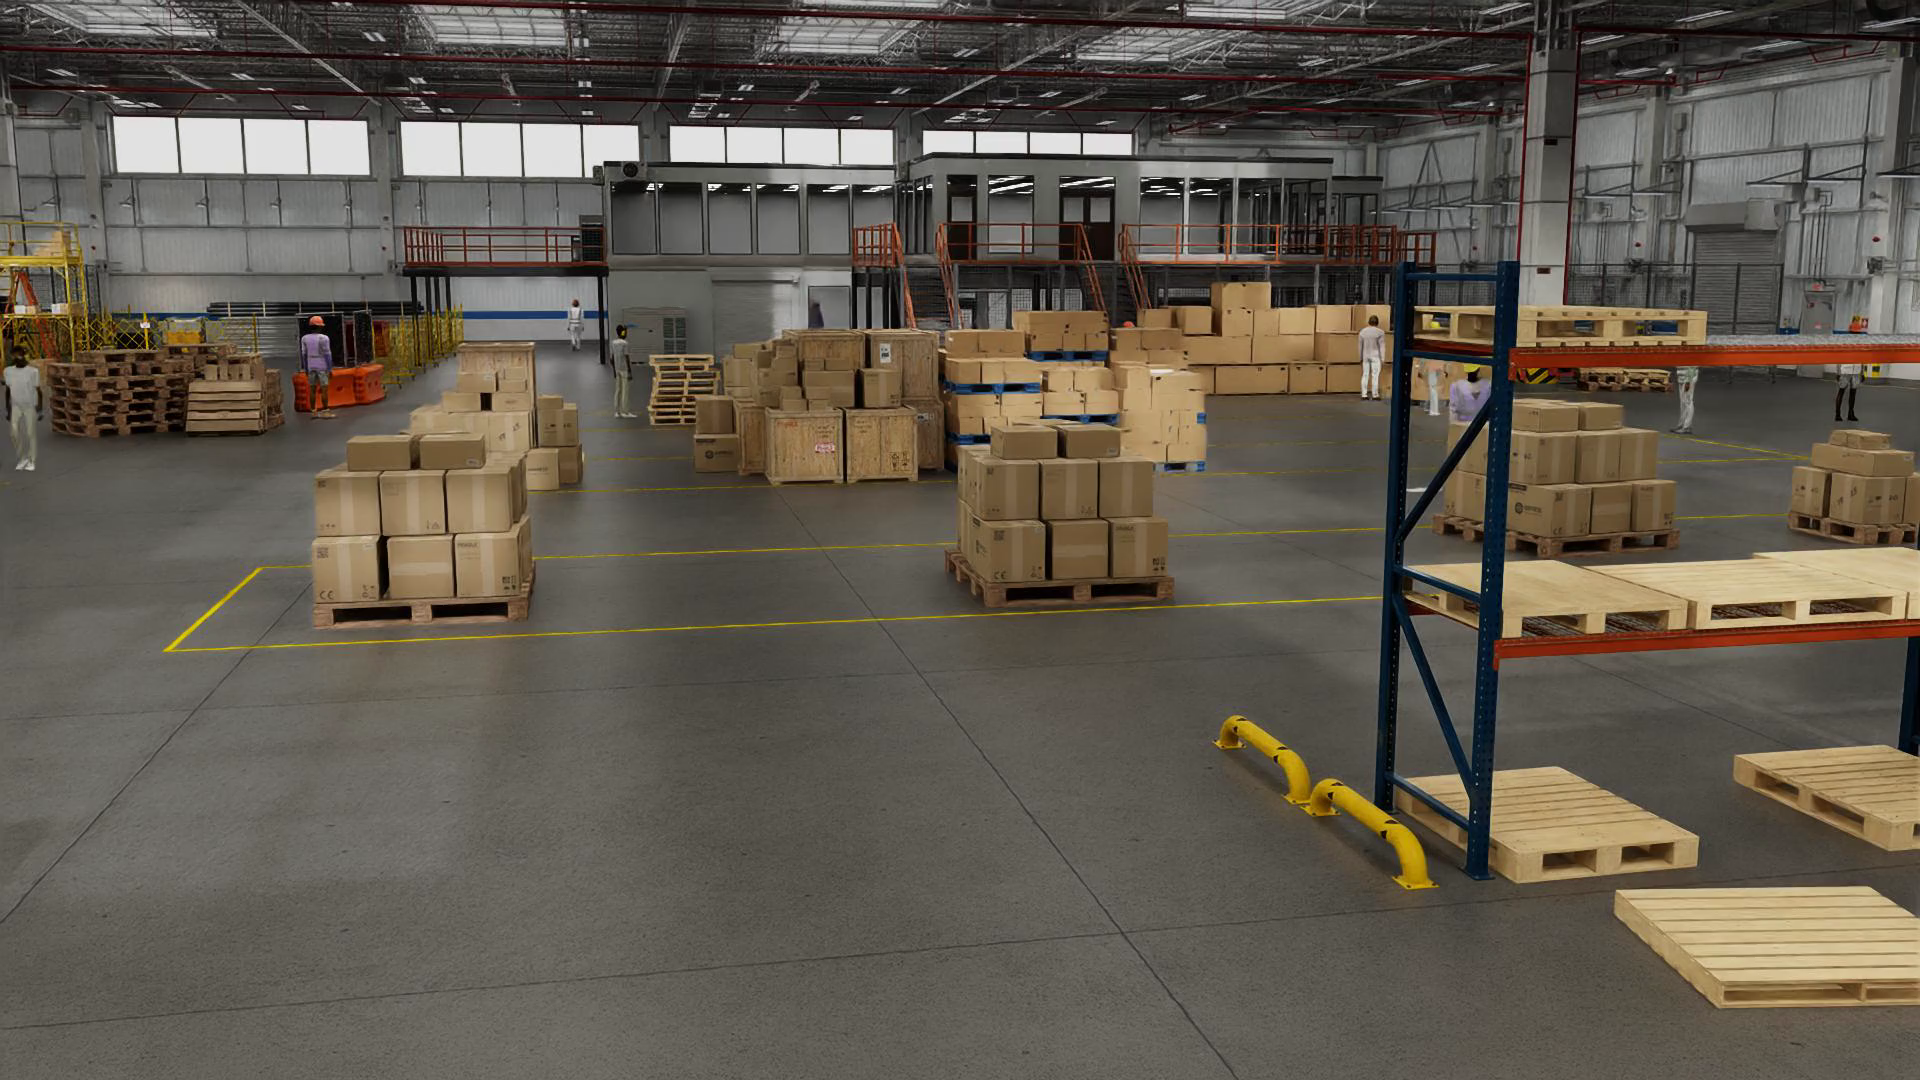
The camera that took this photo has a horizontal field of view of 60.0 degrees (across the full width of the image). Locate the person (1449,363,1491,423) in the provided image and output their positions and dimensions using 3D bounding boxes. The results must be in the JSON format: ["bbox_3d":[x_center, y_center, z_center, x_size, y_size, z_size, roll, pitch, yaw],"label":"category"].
[{"bbox_3d":[6.612,-1.449,21.490,0.629,1.879,0.540,0,9,1],"label":"person"}]

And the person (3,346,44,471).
[{"bbox_3d":[-13.810,-1.931,24.498,0.552,1.856,0.493,-2,10,-12],"label":"person"}]

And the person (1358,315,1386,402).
[{"bbox_3d":[9.242,-4.071,37.302,0.638,1.937,0.356,8,12,41],"label":"person"}]

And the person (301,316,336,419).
[{"bbox_3d":[-12.698,-3.404,32.915,0.609,2.044,0.395,2,10,12],"label":"person"}]

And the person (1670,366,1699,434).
[{"bbox_3d":[13.123,-2.885,30.040,0.384,1.949,0.605,2,10,11],"label":"person"}]

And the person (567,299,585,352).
[{"bbox_3d":[-13.672,-7.635,59.236,0.610,1.869,0.419,-2,10,-12],"label":"person"}]

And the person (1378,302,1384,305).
[{"bbox_3d":[13.098,-6.485,52.059,0.628,1.938,1.038,6,11,34],"label":"person"}]

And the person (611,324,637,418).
[{"bbox_3d":[-6.729,-3.362,33.196,0.510,1.871,0.328,7,12,37],"label":"person"}]

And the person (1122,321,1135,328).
[{"bbox_3d":[3.208,-3.142,31.496,0.611,1.985,0.394,-7,12,-37],"label":"person"}]

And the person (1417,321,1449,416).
[{"bbox_3d":[9.566,-3.486,33.826,0.622,1.900,0.751,-4,10,-23],"label":"person"}]

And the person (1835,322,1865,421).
[{"bbox_3d":[17.434,-3.288,32.531,0.543,1.939,0.371,1,9,7],"label":"person"}]
